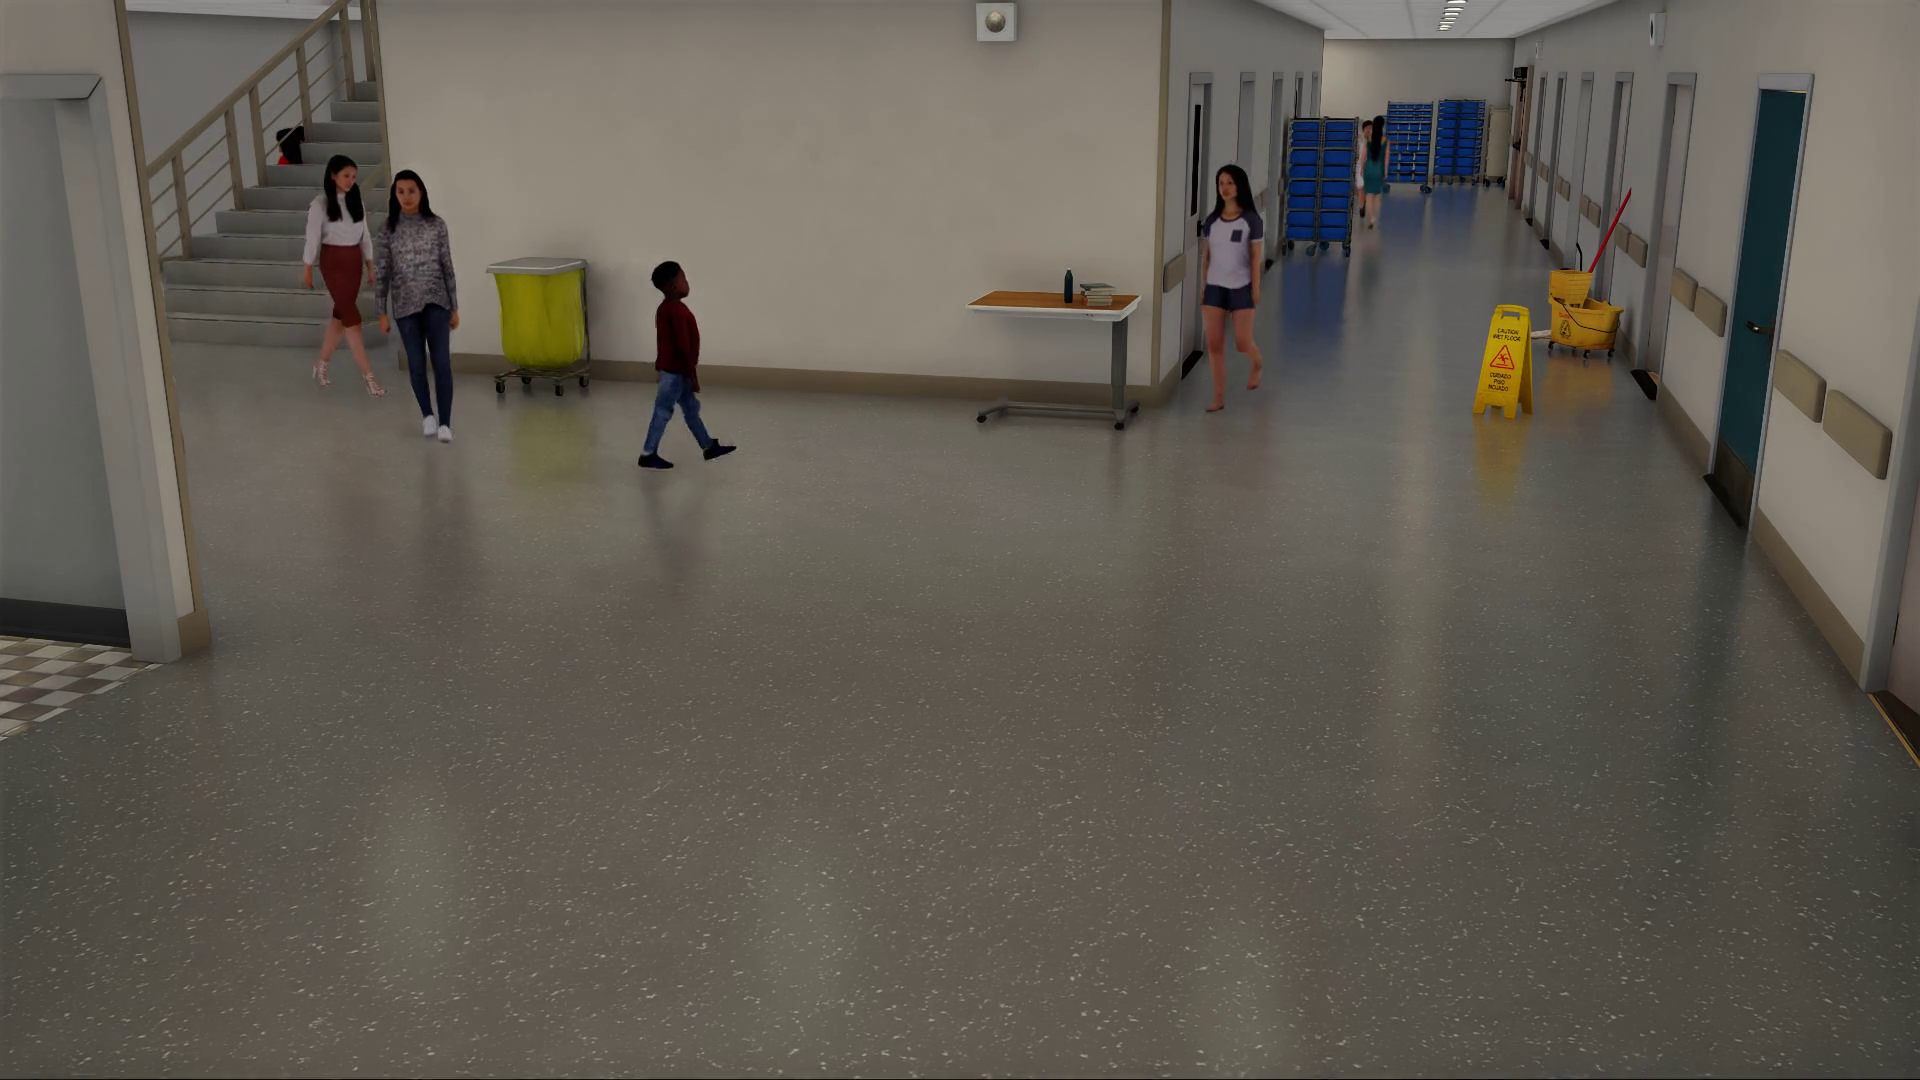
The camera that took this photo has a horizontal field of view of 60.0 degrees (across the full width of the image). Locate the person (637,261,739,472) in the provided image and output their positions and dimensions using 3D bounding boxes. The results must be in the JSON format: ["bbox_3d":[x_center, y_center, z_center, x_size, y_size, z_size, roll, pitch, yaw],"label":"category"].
[{"bbox_3d":[-1.732,-0.990,9.784,0.877,1.226,0.861,-7,17,-23],"label":"person"}]

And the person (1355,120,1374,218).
[{"bbox_3d":[6.646,-6.053,27.178,0.689,1.533,1.004,1,16,3],"label":"person"}]

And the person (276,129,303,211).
[{"bbox_3d":[-6.903,-3.385,17.322,0.699,1.746,0.587,2,16,7],"label":"person"}]

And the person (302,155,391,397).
[{"bbox_3d":[-4.528,-1.884,12.076,0.951,1.703,1.118,12,20,36],"label":"person"}]

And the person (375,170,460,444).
[{"bbox_3d":[-3.454,-1.487,10.670,0.953,1.701,1.124,-4,16,-15],"label":"person"}]

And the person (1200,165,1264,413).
[{"bbox_3d":[1.925,-1.756,11.647,0.755,1.689,0.953,10,18,30],"label":"person"}]

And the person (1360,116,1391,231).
[{"bbox_3d":[6.156,-5.415,24.717,0.661,1.641,1.076,1,16,5],"label":"person"}]
